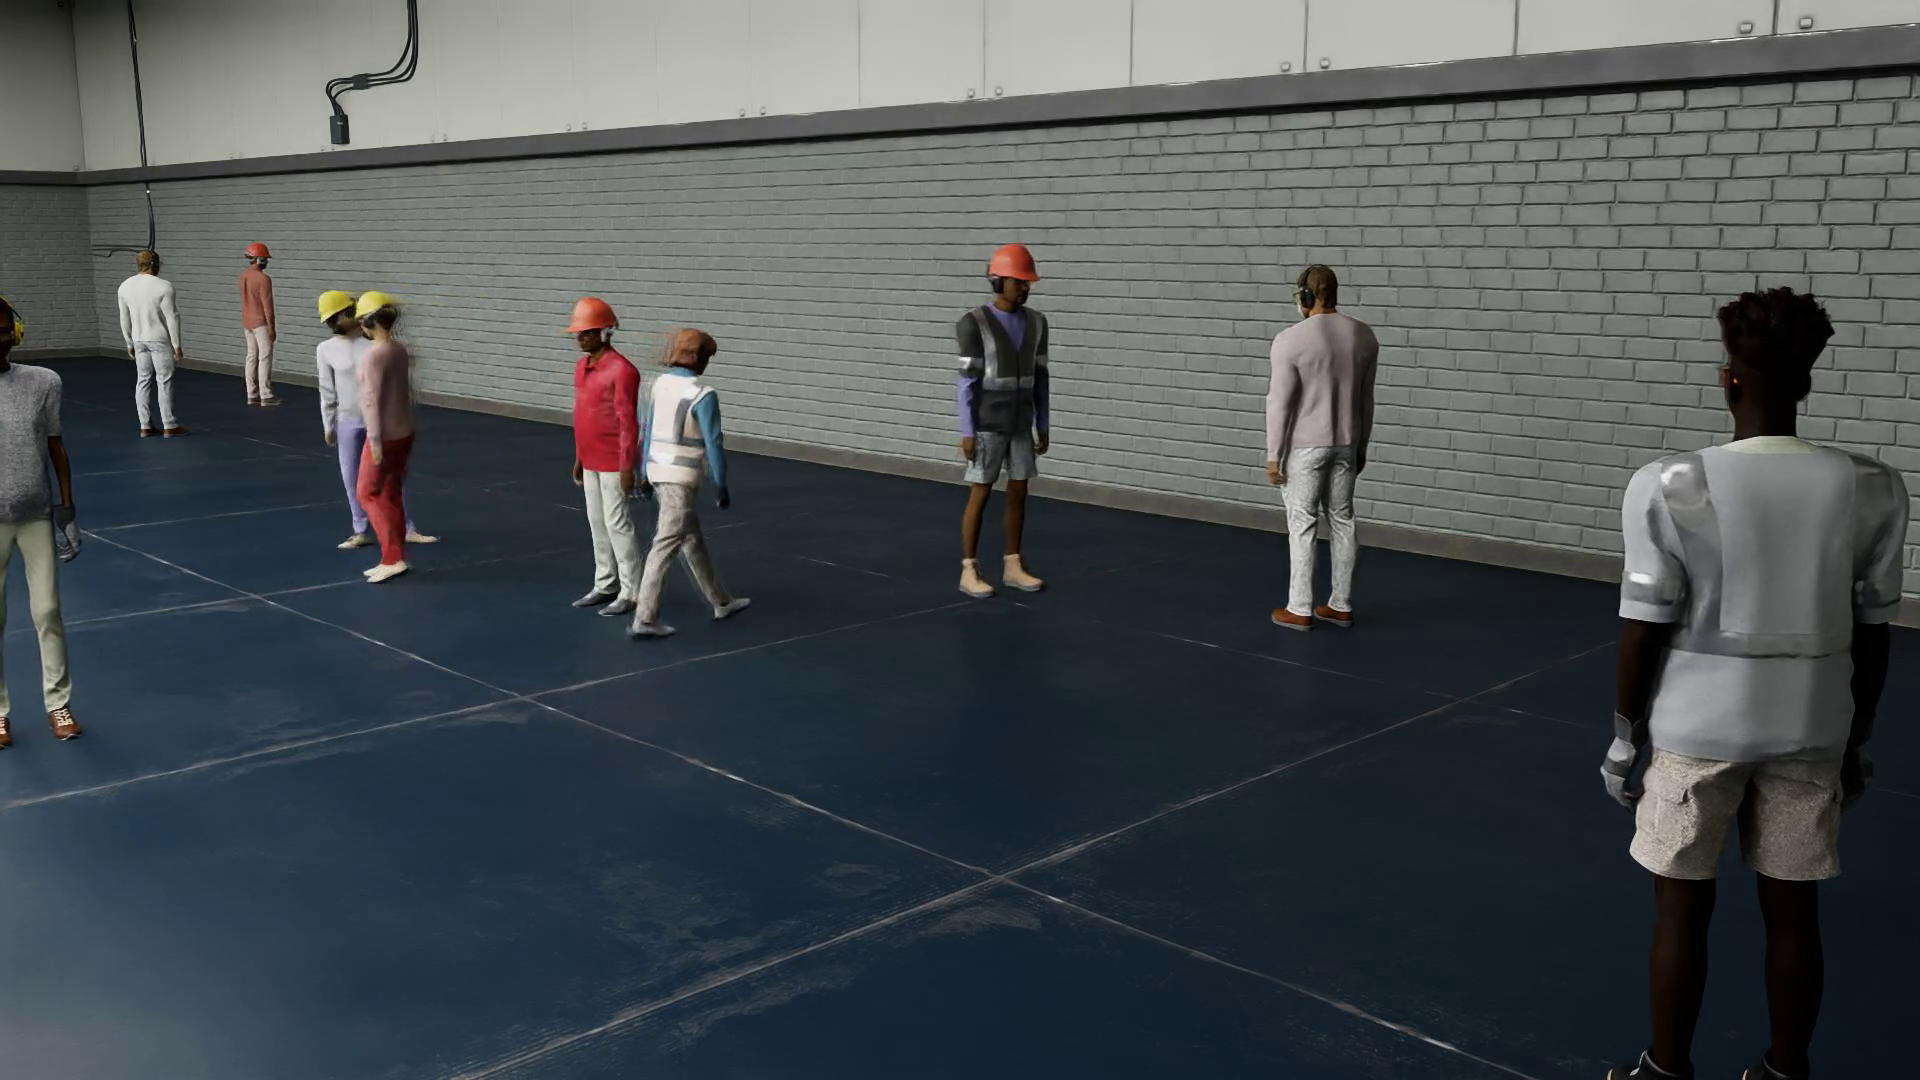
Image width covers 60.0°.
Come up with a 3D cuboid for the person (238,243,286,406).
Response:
[{"bbox_3d":[-8.579,-2.642,20.405,0.619,1.985,0.406,8,13,36],"label":"person"}]

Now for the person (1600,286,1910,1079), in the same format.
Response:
[{"bbox_3d":[1.765,0.420,3.757,0.607,1.967,0.367,1,10,4],"label":"person"}]

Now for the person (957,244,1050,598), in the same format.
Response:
[{"bbox_3d":[0.272,-0.673,9.568,0.620,2.030,0.444,-7,12,-32],"label":"person"}]

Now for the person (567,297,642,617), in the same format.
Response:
[{"bbox_3d":[-1.967,-0.453,9.134,0.350,1.743,0.572,-8,13,-38],"label":"person"}]

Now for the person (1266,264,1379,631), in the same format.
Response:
[{"bbox_3d":[1.890,-0.475,8.749,0.636,1.931,0.373,-4,11,-21],"label":"person"}]

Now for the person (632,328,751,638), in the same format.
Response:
[{"bbox_3d":[-1.406,-0.302,8.676,0.819,1.589,0.523,-9,14,-40],"label":"person"}]

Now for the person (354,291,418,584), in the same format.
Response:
[{"bbox_3d":[-3.477,-0.618,10.009,0.376,1.746,0.543,1,10,8],"label":"person"}]

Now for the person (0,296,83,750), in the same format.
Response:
[{"bbox_3d":[-3.861,-0.076,6.768,0.502,1.861,0.328,-9,13,-39],"label":"person"}]

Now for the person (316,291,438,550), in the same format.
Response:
[{"bbox_3d":[-3.854,-0.783,11.003,0.709,1.717,0.317,-2,11,-13],"label":"person"}]

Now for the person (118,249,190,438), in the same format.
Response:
[{"bbox_3d":[-8.302,-2.019,17.131,0.638,1.938,0.357,2,11,11],"label":"person"}]
